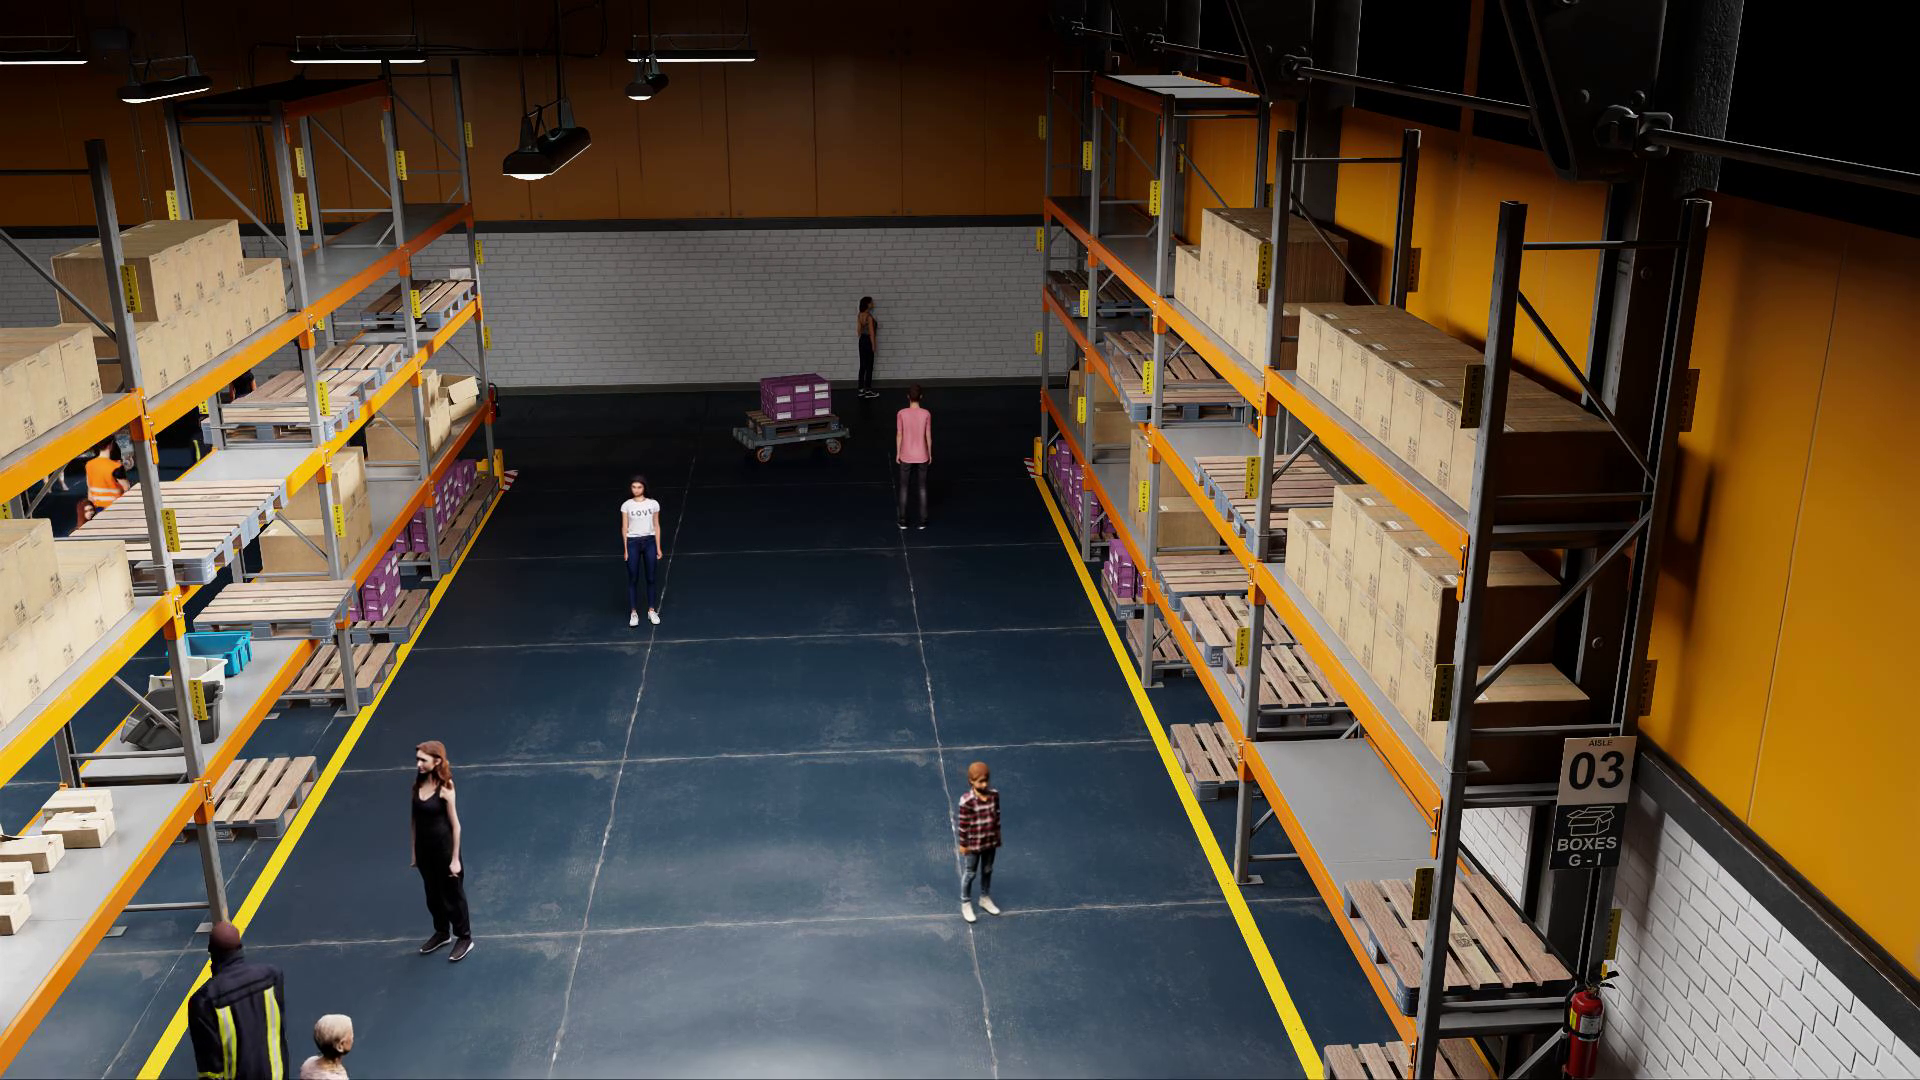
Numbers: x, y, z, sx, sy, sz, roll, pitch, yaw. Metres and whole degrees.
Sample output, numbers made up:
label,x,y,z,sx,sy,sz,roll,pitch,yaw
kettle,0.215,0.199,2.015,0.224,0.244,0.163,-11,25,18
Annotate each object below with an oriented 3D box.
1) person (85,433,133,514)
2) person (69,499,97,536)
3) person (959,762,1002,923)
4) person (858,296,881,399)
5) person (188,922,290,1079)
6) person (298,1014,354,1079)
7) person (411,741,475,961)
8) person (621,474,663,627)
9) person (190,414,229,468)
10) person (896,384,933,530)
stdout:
label,x,y,z,sx,sy,sz,roll,pitch,yaw
person,-10.277,-0.325,20.017,1.013,1.842,1.280,6,19,17
person,-9.435,0.369,18.160,0.744,1.712,0.678,15,24,37
person,0.154,2.328,12.981,0.608,1.305,0.623,-11,21,-29
person,-1.646,-3.415,29.307,0.758,1.769,0.651,-13,22,-33
person,-4.174,3.145,9.804,1.199,1.784,1.086,17,25,41
person,-3.513,3.420,9.154,0.908,1.678,0.839,-16,24,-39
person,-3.873,2.290,12.399,0.670,1.748,0.674,8,20,22
person,-3.612,0.101,18.854,0.630,1.775,0.588,-6,20,-18
person,-9.557,-0.765,21.322,0.889,1.842,1.007,4,19,11
person,-0.612,-1.101,22.146,0.640,1.953,0.550,-1,19,-2
